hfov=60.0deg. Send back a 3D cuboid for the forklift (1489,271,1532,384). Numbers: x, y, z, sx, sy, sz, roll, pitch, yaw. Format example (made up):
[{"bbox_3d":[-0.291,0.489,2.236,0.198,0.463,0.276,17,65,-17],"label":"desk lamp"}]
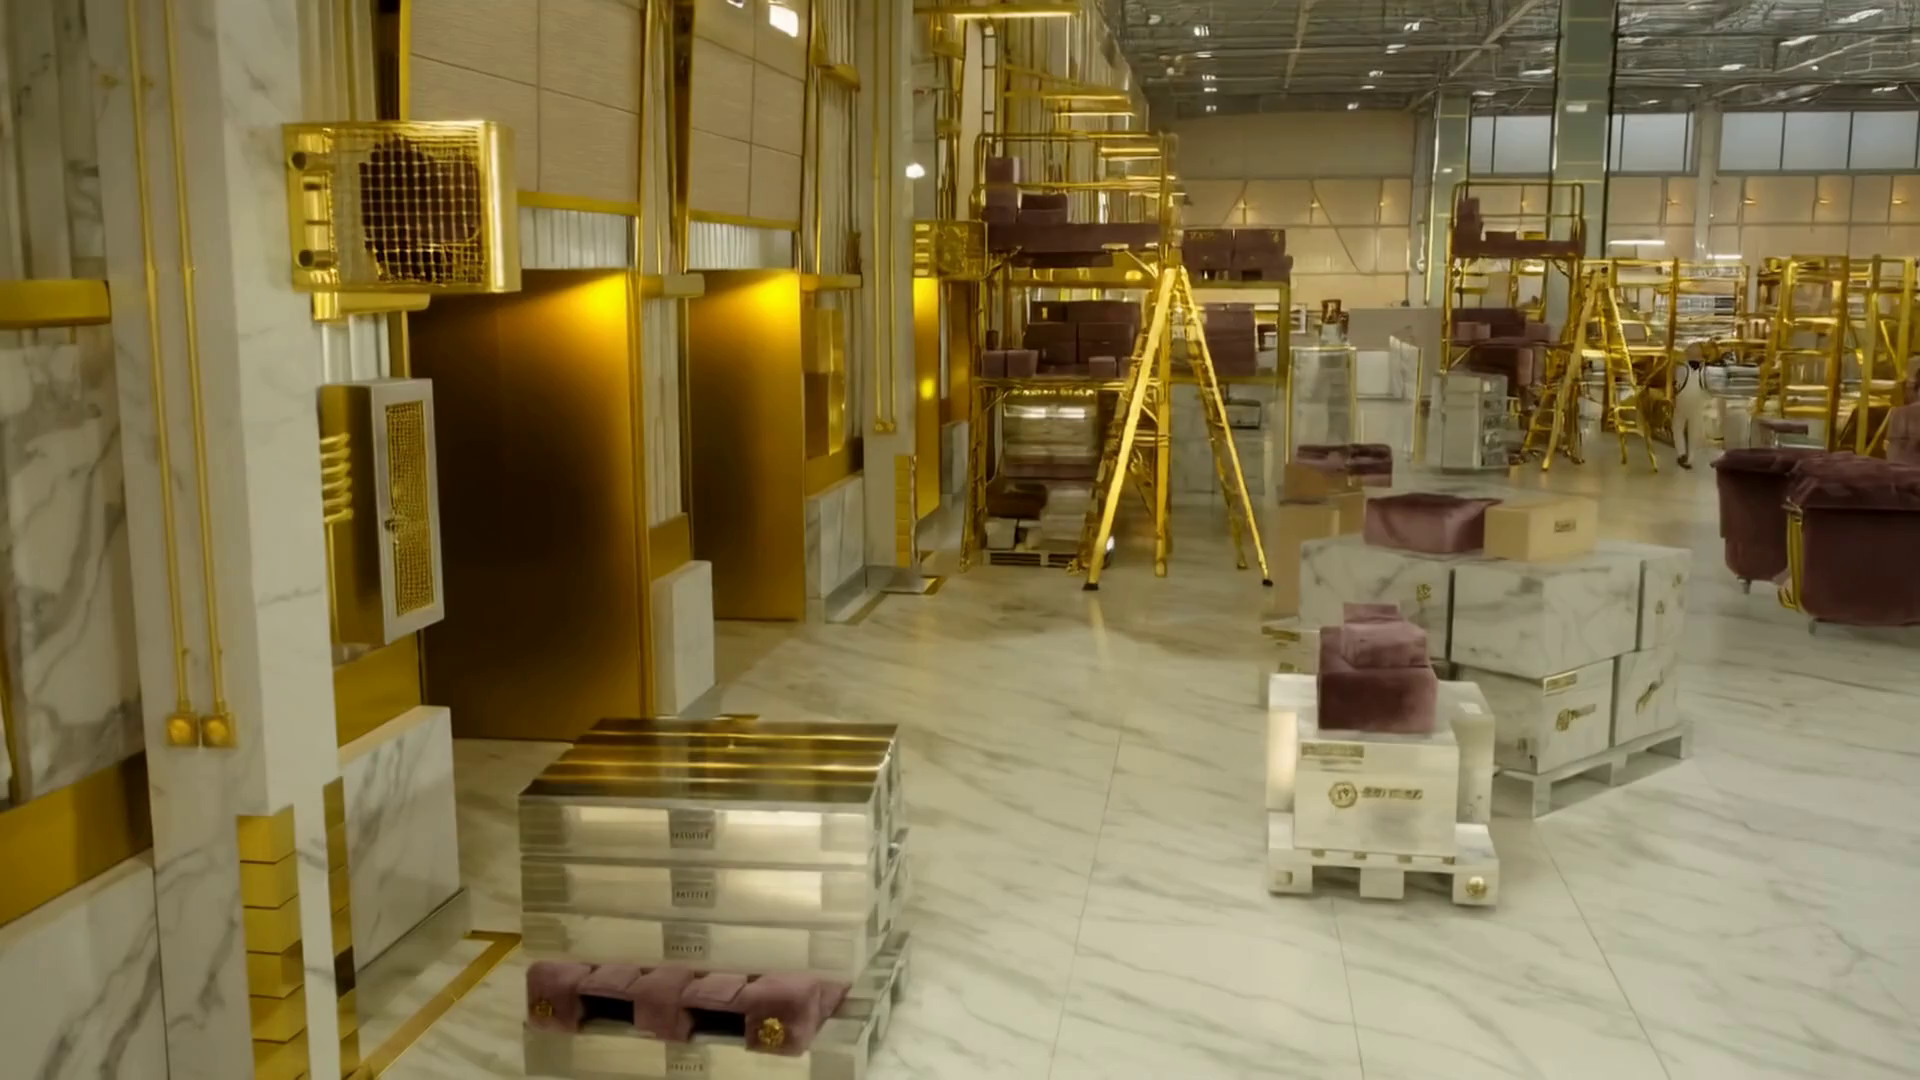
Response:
[{"bbox_3d":[13.422,-5.322,41.591,1.873,2.768,1.129,1,9,9],"label":"forklift"}]

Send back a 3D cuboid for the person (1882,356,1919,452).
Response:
[{"bbox_3d":[10.957,-1.191,19.221,0.520,1.871,0.326,1,9,9],"label":"person"}]

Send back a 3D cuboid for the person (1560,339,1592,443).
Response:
[{"bbox_3d":[10.161,-2.464,27.462,0.488,1.744,0.295,1,9,9],"label":"person"}]

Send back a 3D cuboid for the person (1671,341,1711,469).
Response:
[{"bbox_3d":[10.499,-1.939,23.950,0.534,1.827,0.450,1,9,7],"label":"person"}]

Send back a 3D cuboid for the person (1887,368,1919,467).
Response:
[{"bbox_3d":[8.801,-0.606,15.219,0.614,1.997,0.374,1,9,9],"label":"person"}]

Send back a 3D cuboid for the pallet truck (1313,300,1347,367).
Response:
[{"bbox_3d":[11.159,-6.200,49.718,0.823,1.965,1.885,4,10,26],"label":"pallet truck"}]

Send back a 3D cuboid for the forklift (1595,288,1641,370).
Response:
[{"bbox_3d":[17.965,-6.100,46.388,1.873,2.768,1.129,-3,10,-17],"label":"forklift"}]

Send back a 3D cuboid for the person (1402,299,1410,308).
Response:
[{"bbox_3d":[14.311,-6.777,53.459,0.631,1.939,0.370,1,9,9],"label":"person"}]
